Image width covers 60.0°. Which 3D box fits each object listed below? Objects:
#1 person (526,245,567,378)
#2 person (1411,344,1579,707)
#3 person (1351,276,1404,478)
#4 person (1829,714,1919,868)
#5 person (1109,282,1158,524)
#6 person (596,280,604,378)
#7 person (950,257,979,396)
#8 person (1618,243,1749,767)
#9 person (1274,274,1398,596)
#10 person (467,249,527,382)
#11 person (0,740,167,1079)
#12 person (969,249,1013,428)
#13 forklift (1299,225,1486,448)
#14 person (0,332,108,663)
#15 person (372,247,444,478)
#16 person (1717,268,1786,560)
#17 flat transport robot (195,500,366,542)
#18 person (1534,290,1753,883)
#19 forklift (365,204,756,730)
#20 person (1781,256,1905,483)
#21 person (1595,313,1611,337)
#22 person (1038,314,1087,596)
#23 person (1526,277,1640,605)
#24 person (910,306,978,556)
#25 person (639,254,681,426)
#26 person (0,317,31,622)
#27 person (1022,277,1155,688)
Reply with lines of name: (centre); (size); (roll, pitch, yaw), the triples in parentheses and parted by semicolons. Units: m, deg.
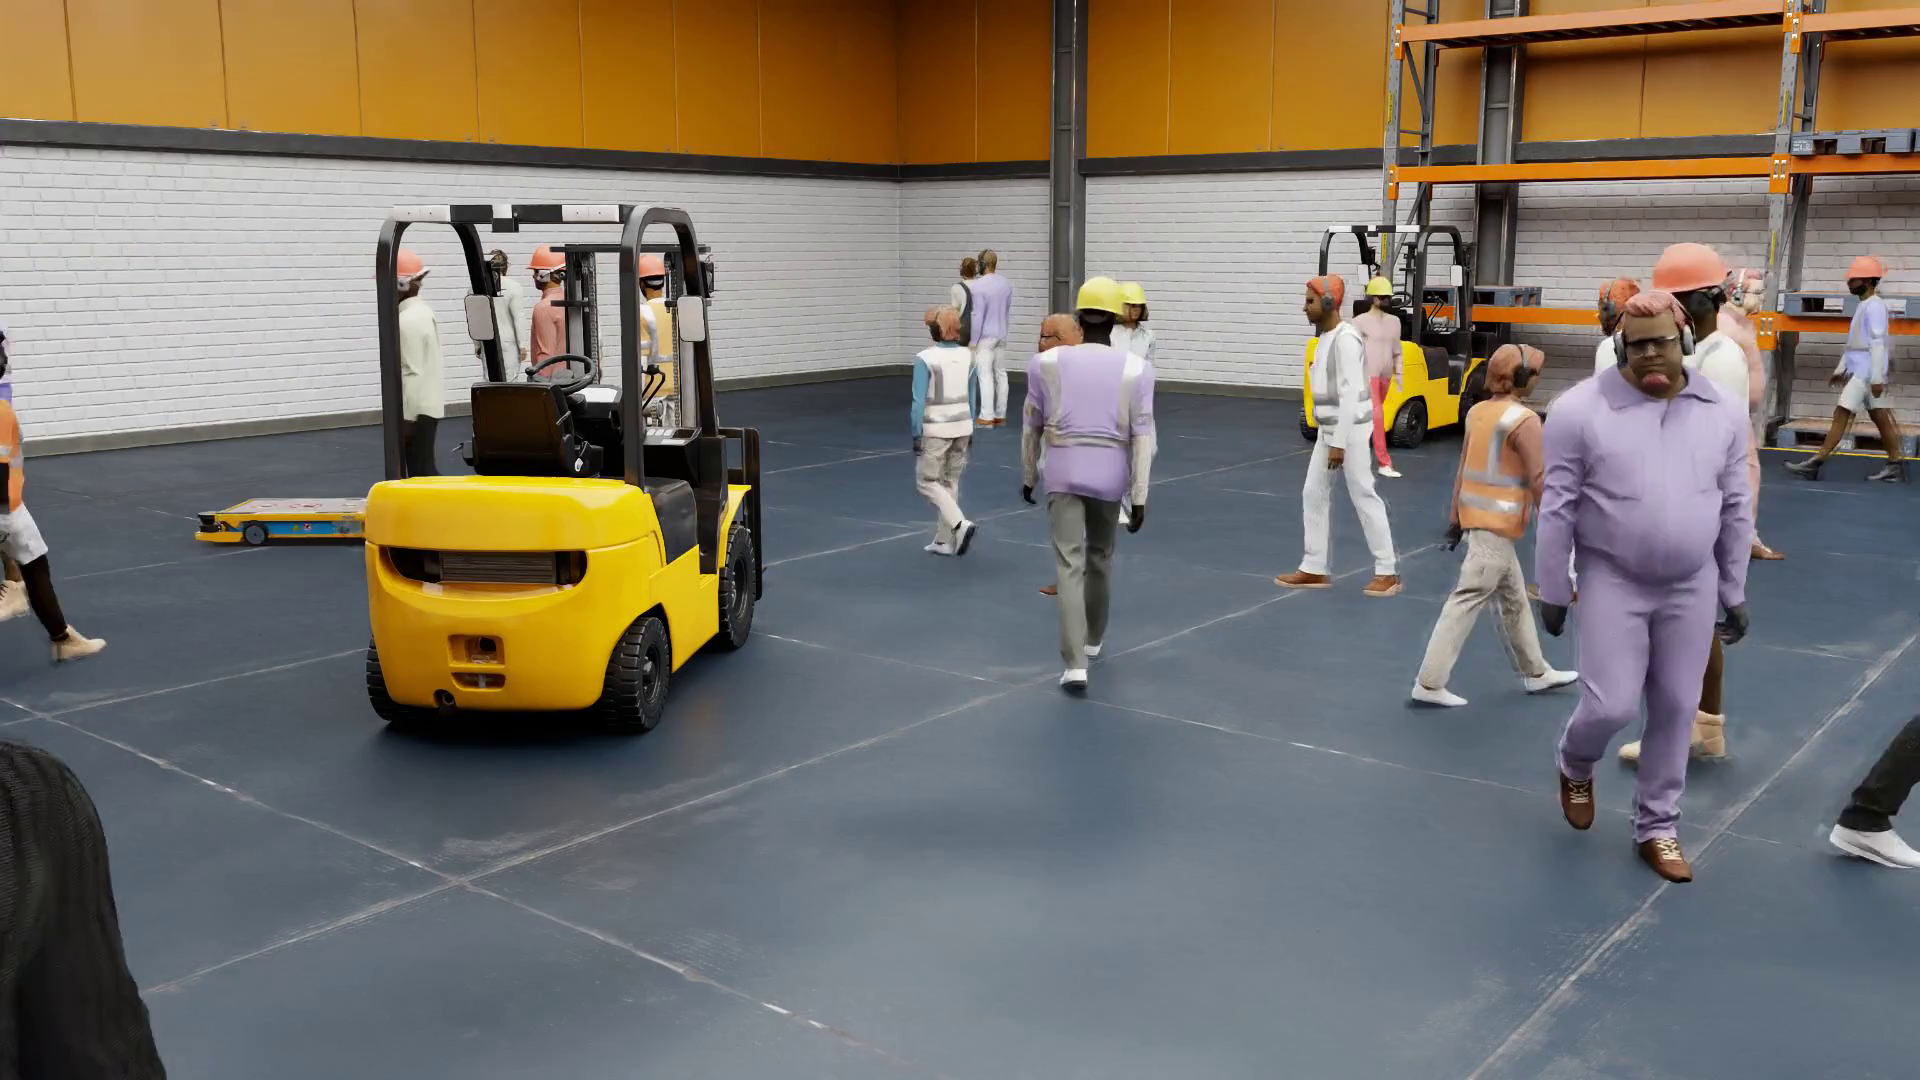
person: (-2.906, -1.108, 11.964); (0.379, 1.996, 0.611); (2, 10, 11)
person: (2.359, -0.054, 7.243); (0.840, 1.587, 0.501); (-1, 10, -6)
person: (3.621, -1.443, 14.571); (0.532, 1.725, 0.883); (-5, 12, -28)
person: (3.351, 0.164, 5.285); (1.009, 1.869, 0.609); (3, 11, 16)
person: (1.198, -0.975, 11.946); (0.482, 1.733, 0.378); (-4, 11, -19)
person: (-3.488, -1.630, 15.350); (0.403, 1.824, 0.602); (4, 11, 23)
person: (0.127, -2.483, 20.042); (0.517, 1.831, 0.467); (-3, 11, -14)
person: (2.757, -0.116, 6.387); (0.562, 2.017, 0.605); (4, 11, 19)
person: (2.238, -0.598, 9.601); (0.692, 1.851, 0.594); (-1, 10, -6)
person: (-4.765, -2.025, 17.203); (0.632, 1.938, 0.359); (3, 11, 17)
person: (-0.961, 0.812, 1.427); (0.844, 1.964, 0.634); (7, 12, 34)
person: (0.321, -2.180, 18.059); (0.355, 1.938, 0.634); (8, 13, 38)
forklift: (4.449, -2.115, 16.993); (1.214, 2.155, 2.313); (8, 13, 38)
person: (-4.538, -0.177, 7.747); (0.530, 1.652, 0.870); (5, 12, 28)
person: (-3.356, -0.790, 10.207); (0.389, 1.993, 0.616); (-2, 10, -11)
person: (4.828, -0.811, 10.691); (0.919, 1.869, 0.645); (3, 11, 18)
flat transport robot: (-4.386, -0.142, 11.388); (1.431, 0.197, 0.652); (0, 10, -2)
person: (2.191, 0.136, 5.384); (0.651, 1.883, 0.522); (0, 10, -2)
forklift: (-1.766, -0.406, 7.525); (1.214, 2.155, 2.313); (1, 10, 7)
person: (7.513, -1.419, 13.958); (0.988, 1.885, 0.551); (5, 11, 25)
person: (4.042, -0.631, 10.020); (0.531, 1.750, 0.554); (-9, 14, -42)
person: (0.576, -0.475, 9.485); (0.348, 1.620, 0.529); (6, 12, 30)
person: (3.640, -0.497, 9.029); (0.962, 1.847, 0.595); (8, 13, 39)
person: (-0.068, -0.671, 10.571); (0.520, 1.623, 0.559); (-8, 13, -39)
person: (-2.192, -1.086, 12.021); (0.375, 1.931, 0.542); (7, 13, 35)
person: (-5.277, -0.565, 8.854); (0.605, 2.033, 0.391); (7, 12, 35)
person: (0.589, -0.281, 7.745); (0.605, 1.877, 1.012); (0, 10, 2)
